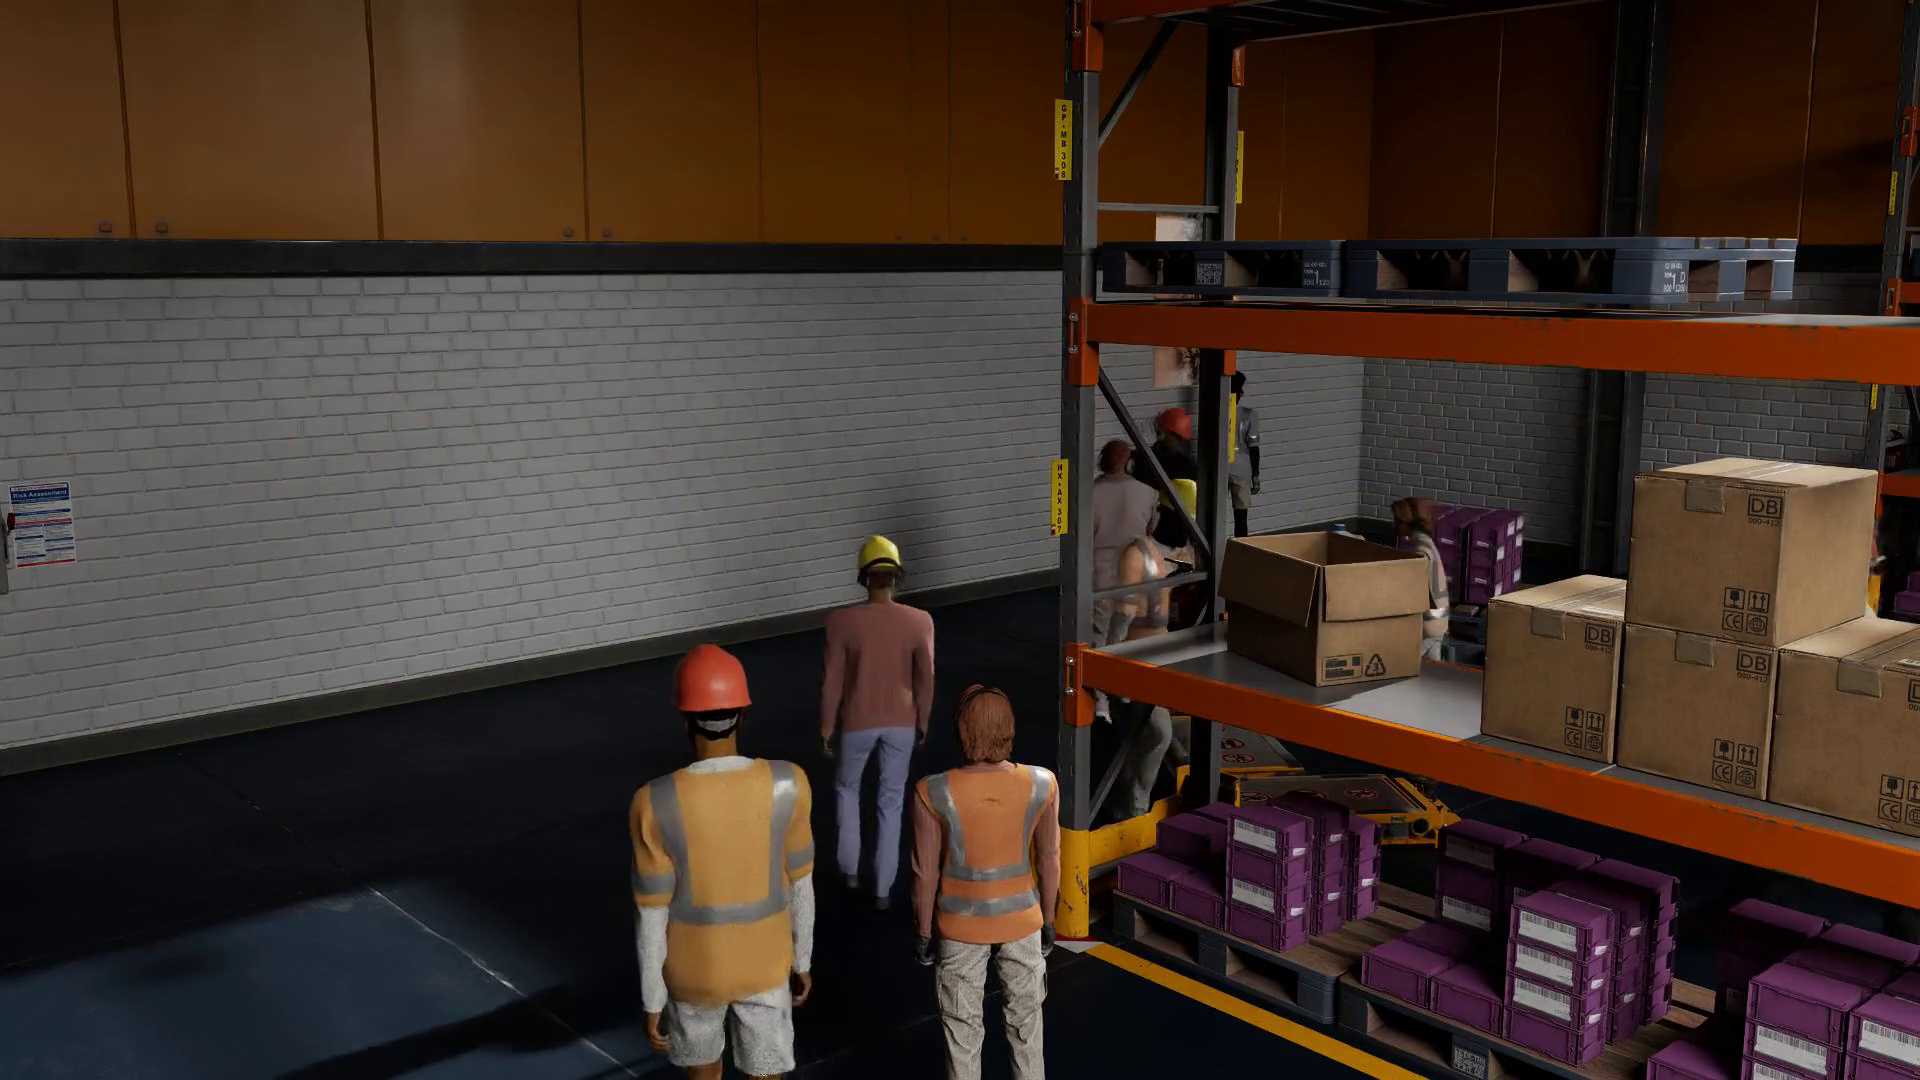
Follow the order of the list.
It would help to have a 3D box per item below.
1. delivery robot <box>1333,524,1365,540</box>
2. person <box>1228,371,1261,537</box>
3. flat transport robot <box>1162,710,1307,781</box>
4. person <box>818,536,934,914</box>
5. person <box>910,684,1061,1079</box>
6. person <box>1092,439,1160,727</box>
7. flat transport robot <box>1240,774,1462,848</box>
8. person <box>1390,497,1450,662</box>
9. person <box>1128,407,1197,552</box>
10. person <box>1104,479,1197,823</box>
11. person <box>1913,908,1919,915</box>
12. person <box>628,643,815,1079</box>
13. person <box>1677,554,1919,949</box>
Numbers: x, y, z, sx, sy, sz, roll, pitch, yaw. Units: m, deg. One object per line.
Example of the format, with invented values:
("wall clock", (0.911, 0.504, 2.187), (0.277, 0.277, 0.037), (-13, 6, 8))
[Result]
("delivery robot", (3.510, 0.093, 15.402), (0.477, 0.478, 0.707), (5, 11, 26))
("person", (2.575, -0.635, 15.835), (0.600, 1.959, 0.383), (5, 11, 28))
("flat transport robot", (1.521, 1.256, 9.699), (0.652, 0.197, 1.431), (-1, 10, -5))
("person", (-0.385, 0.855, 7.726), (0.545, 1.742, 0.449), (-1, 10, -8))
("person", (0.085, 1.289, 5.501), (0.514, 1.641, 0.315), (-2, 10, -13))
("person", (1.015, 0.267, 10.883), (0.665, 1.856, 1.007), (1, 10, 7))
("flat transport robot", (1.887, 1.425, 8.709), (1.431, 0.197, 0.652), (-1, 10, -5))
("person", (2.780, 0.536, 10.016), (0.499, 1.599, 0.542), (3, 10, 18))
("person", (1.432, -0.007, 12.188), (0.659, 1.945, 0.522), (-1, 10, -8))
("person", (1.031, 0.617, 8.691), (0.531, 1.891, 0.642), (8, 12, 38))
("person", (4.738, 0.851, 7.359), (0.570, 1.891, 0.987), (-10, 14, -44))
("person", (-0.677, 1.264, 4.865), (0.552, 1.911, 0.779), (-3, 10, -15))
("person", (3.617, 0.879, 7.033), (1.049, 1.939, 0.631), (9, 13, 43))
